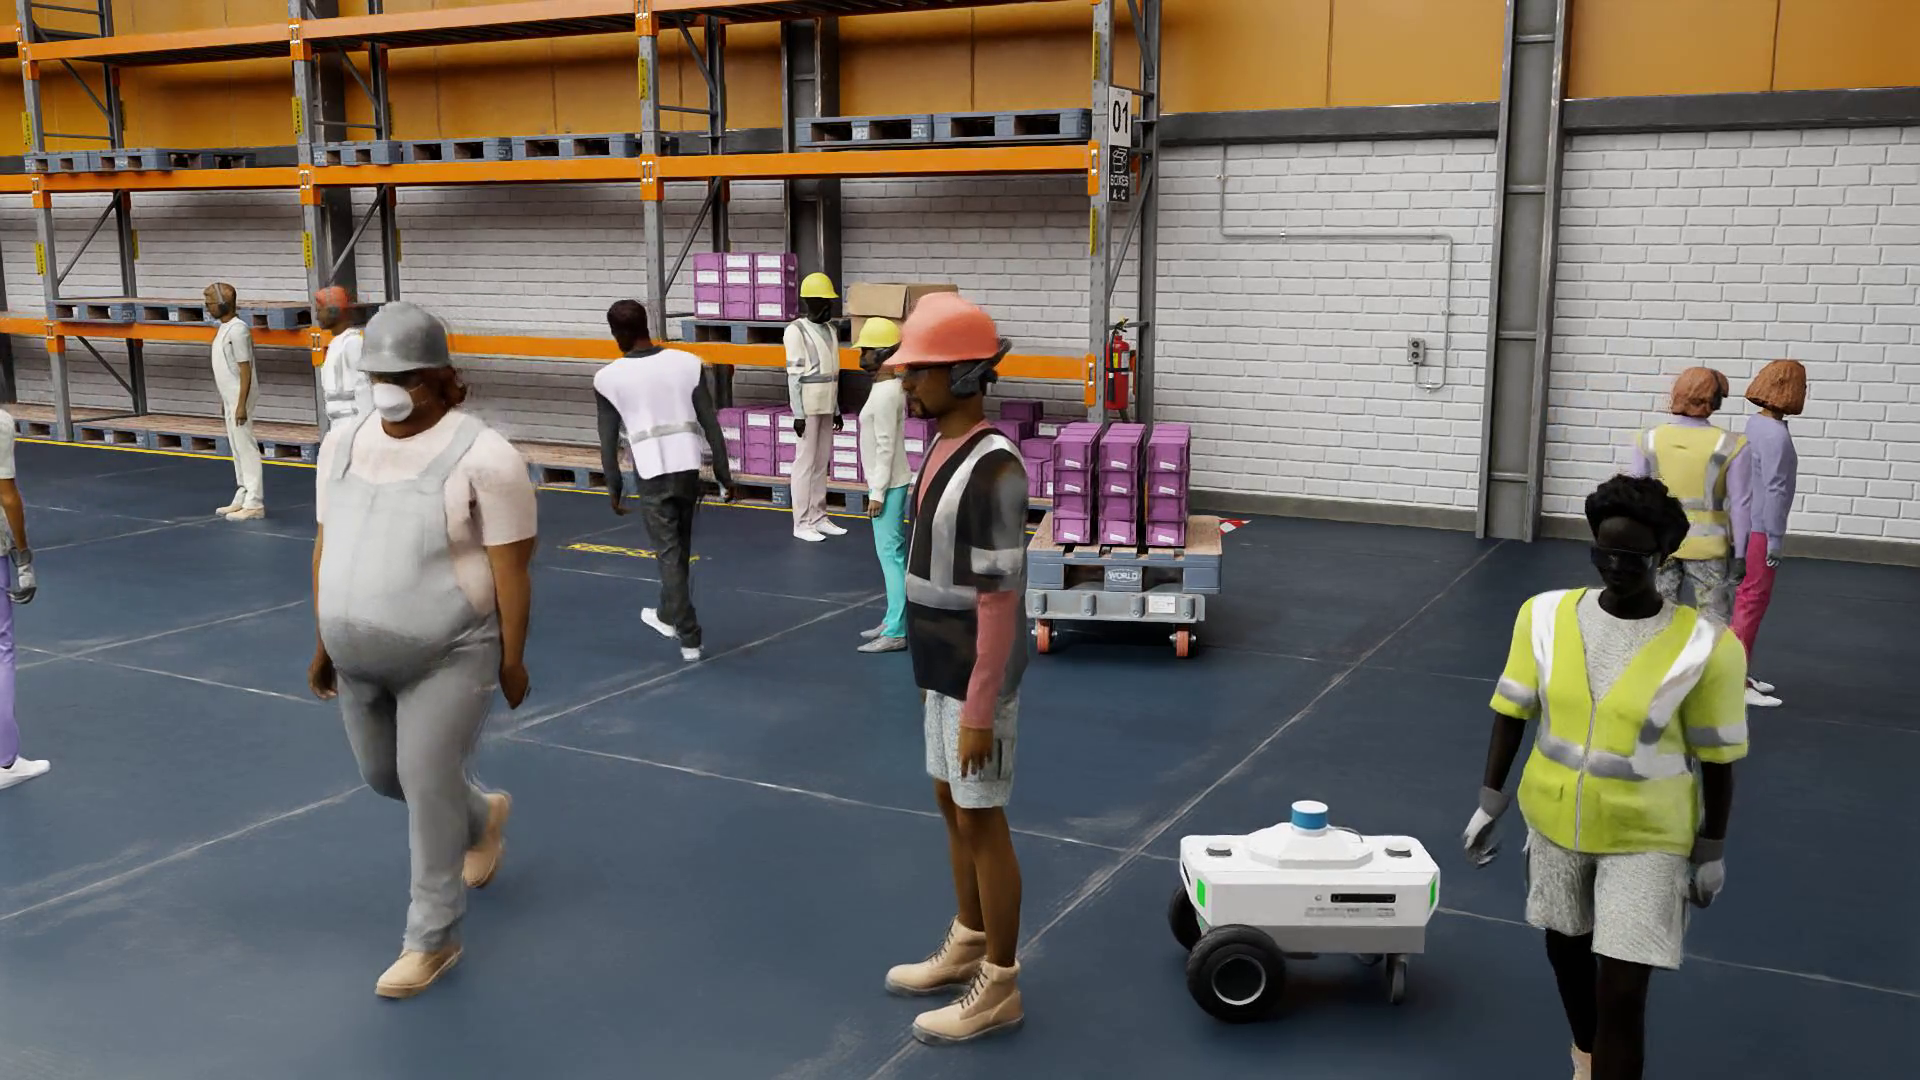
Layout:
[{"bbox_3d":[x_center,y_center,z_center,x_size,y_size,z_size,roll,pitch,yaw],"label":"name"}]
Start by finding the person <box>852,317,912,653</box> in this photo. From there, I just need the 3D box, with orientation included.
[{"bbox_3d":[-0.410,-0.287,8.799,0.311,1.769,0.522,0,10,1],"label":"person"}]

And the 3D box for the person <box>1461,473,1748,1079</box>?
[{"bbox_3d":[1.473,0.668,3.817,0.548,1.666,0.681,10,14,44],"label":"person"}]

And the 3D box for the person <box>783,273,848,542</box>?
[{"bbox_3d":[-1.035,-0.962,12.055,0.368,1.928,0.585,5,11,26],"label":"person"}]

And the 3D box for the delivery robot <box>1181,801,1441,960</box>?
[{"bbox_3d":[1.007,0.999,4.813,0.707,0.478,0.477,0,10,0],"label":"delivery robot"}]

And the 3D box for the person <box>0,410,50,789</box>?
[{"bbox_3d":[-3.949,0.070,6.604,0.515,1.859,0.328,0,10,2],"label":"person"}]

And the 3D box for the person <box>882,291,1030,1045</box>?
[{"bbox_3d":[-0.011,0.352,4.541,0.384,2.044,0.605,-3,11,-14],"label":"person"}]

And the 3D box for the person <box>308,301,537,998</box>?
[{"bbox_3d":[-1.602,0.257,5.062,0.683,2.000,0.851,4,11,20],"label":"person"}]

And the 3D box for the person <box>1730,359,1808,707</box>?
[{"bbox_3d":[3.774,-0.036,7.815,0.280,1.624,0.493,2,11,13],"label":"person"}]

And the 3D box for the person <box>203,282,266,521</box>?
[{"bbox_3d":[-5.609,-1.065,12.868,0.348,1.838,0.505,-7,12,-33],"label":"person"}]

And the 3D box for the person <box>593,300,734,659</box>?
[{"bbox_3d":[-1.593,-0.333,8.805,0.679,1.852,0.900,-6,12,-28],"label":"person"}]

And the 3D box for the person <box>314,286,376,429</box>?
[{"bbox_3d":[-3.945,-0.705,10.847,0.349,1.872,0.689,-7,12,-33],"label":"person"}]

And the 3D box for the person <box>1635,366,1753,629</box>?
[{"bbox_3d":[3.195,0.056,7.298,0.520,1.633,0.340,9,14,42],"label":"person"}]
